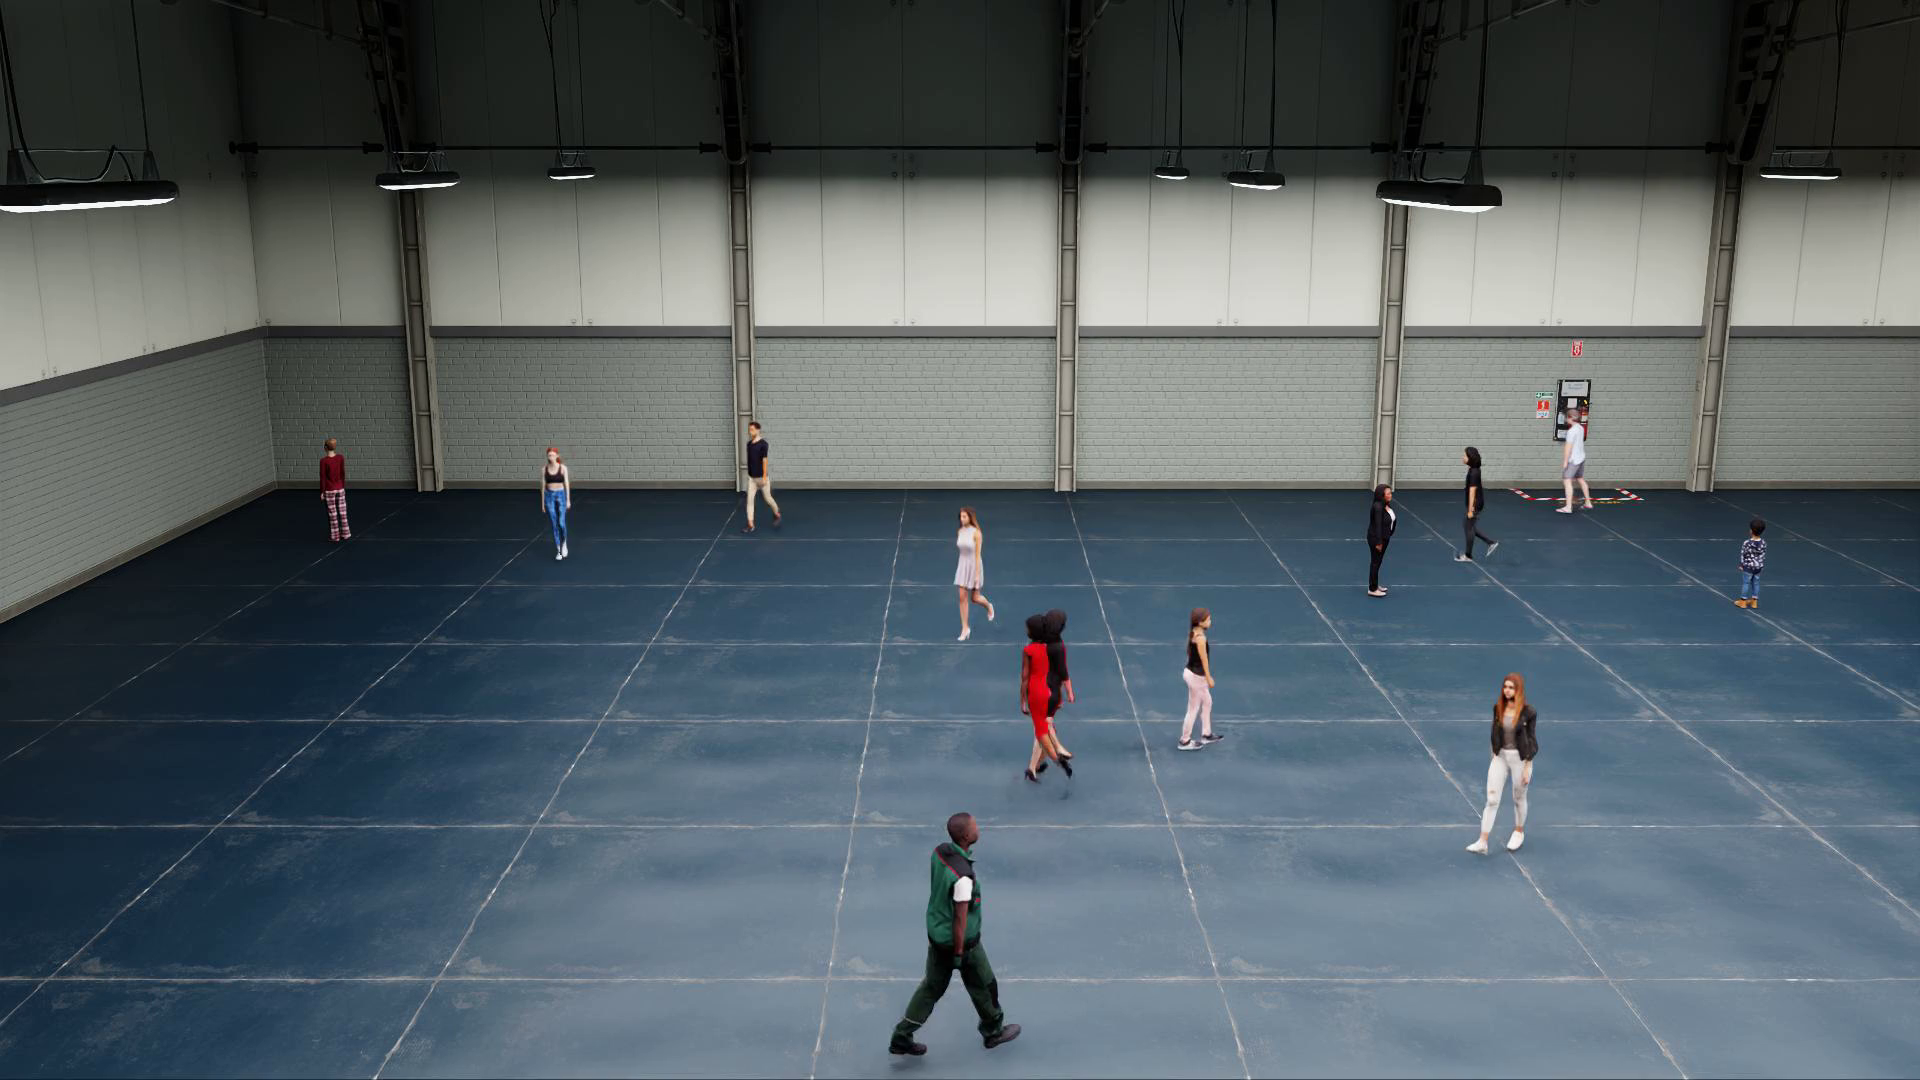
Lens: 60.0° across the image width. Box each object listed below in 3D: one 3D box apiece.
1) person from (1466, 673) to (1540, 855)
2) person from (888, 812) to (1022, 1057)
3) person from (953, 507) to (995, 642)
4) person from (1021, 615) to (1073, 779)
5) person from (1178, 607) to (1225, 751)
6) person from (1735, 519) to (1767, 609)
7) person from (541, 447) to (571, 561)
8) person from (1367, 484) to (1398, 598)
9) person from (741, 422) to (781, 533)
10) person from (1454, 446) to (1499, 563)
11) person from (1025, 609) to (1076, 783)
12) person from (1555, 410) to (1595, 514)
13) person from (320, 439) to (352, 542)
[{"bbox_3d":[5.013,2.007,14.977,1.034,1.673,1.080,12,17,41],"label":"person"},{"bbox_3d":[-0.126,2.760,11.450,1.319,1.797,1.053,-6,14,-25],"label":"person"},{"bbox_3d":[0.191,0.427,21.627,0.952,1.752,0.975,11,17,40],"label":"person"},{"bbox_3d":[0.863,1.625,16.540,1.057,1.712,0.993,-6,14,-24],"label":"person"},{"bbox_3d":[2.433,1.472,17.574,0.778,1.544,0.579,-2,13,-7],"label":"person"},{"bbox_3d":[11.040,0.328,23.167,0.421,1.249,0.553,-1,13,-2],"label":"person"},{"bbox_3d":[-6.283,-0.580,25.921,0.569,1.776,0.632,-1,13,-3],"label":"person"},{"bbox_3d":[5.994,-0.011,23.818,0.727,1.617,0.724,4,14,18],"label":"person"},{"bbox_3d":[-3.312,-1.062,27.892,1.170,1.825,1.084,7,15,29],"label":"person"},{"bbox_3d":[8.016,-0.540,25.670,0.945,1.813,0.777,4,14,18],"label":"person"},{"bbox_3d":[0.793,1.579,16.599,1.077,1.775,0.954,-11,17,-39],"label":"person"},{"bbox_3d":[10.840,-1.390,29.326,1.037,1.818,0.975,12,18,43],"label":"person"},{"bbox_3d":[-10.232,-0.829,27.171,0.693,1.697,0.684,9,16,33],"label":"person"}]
